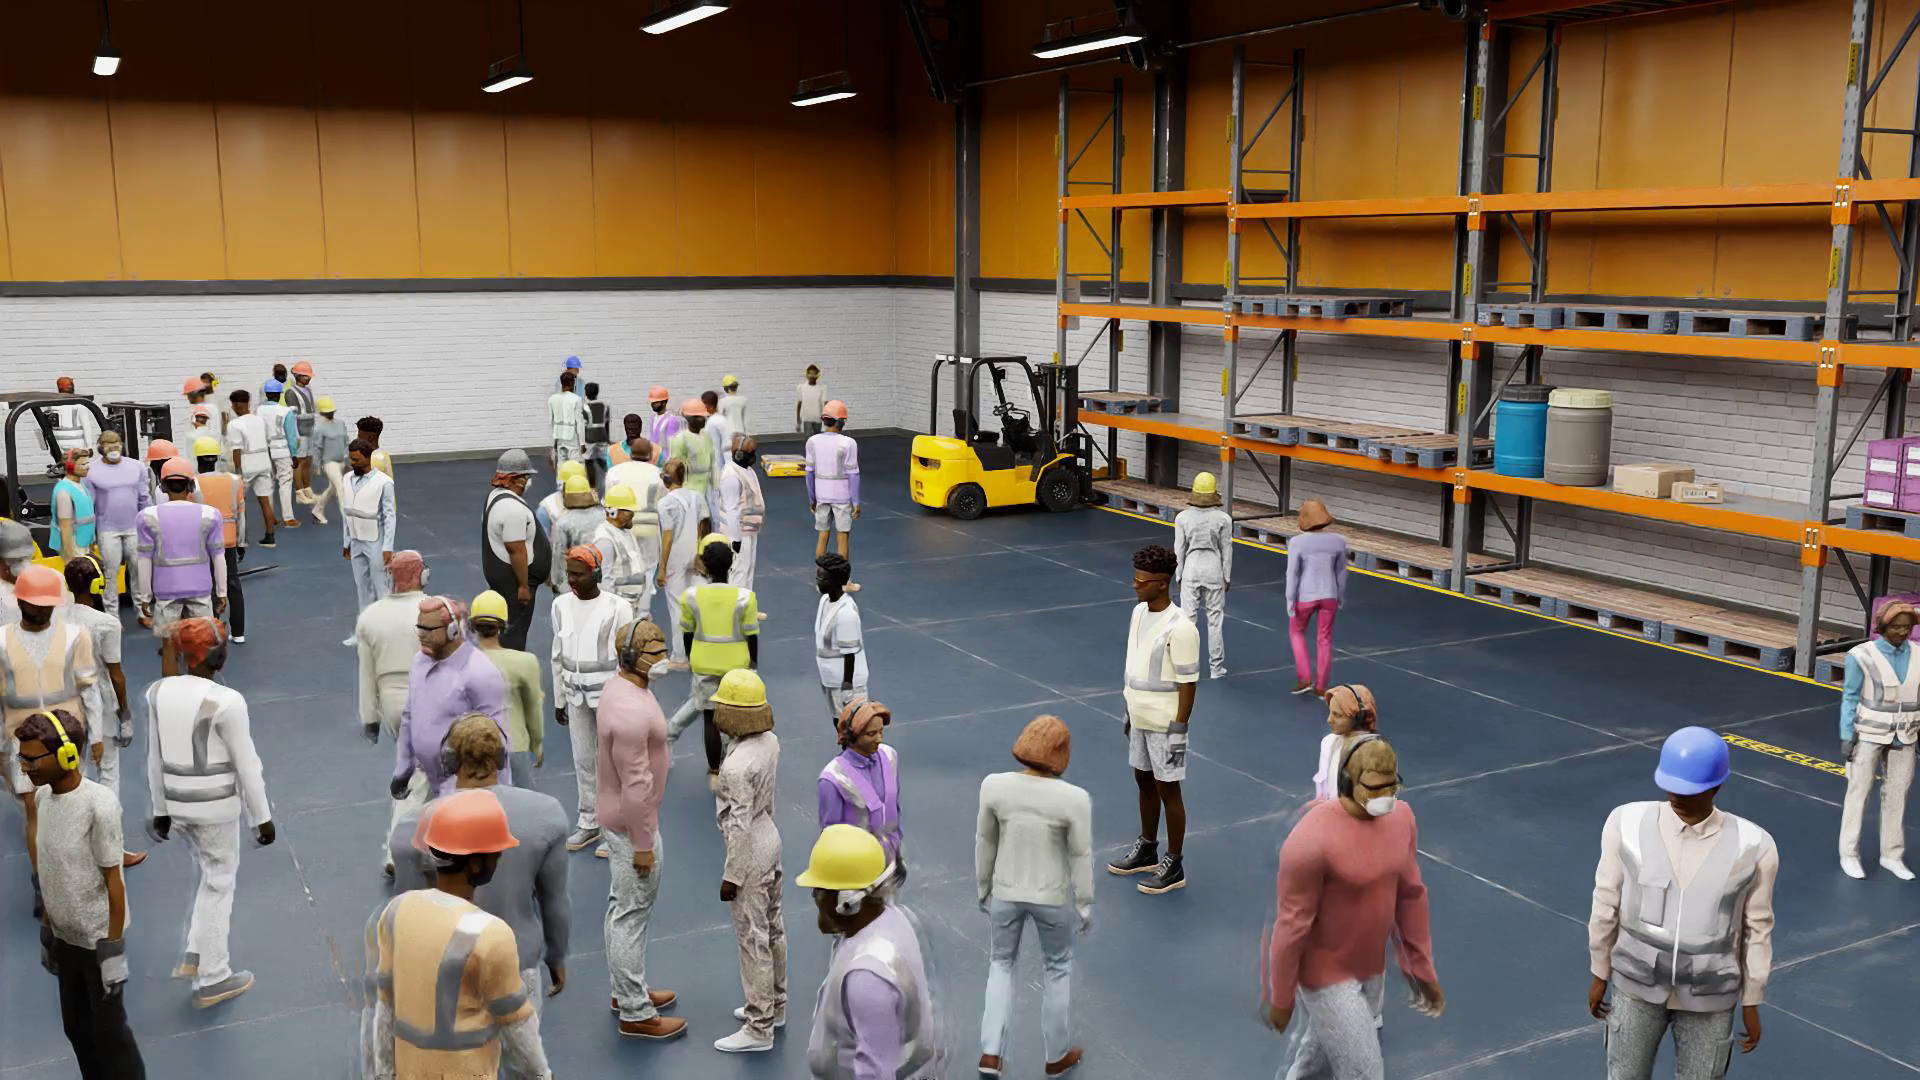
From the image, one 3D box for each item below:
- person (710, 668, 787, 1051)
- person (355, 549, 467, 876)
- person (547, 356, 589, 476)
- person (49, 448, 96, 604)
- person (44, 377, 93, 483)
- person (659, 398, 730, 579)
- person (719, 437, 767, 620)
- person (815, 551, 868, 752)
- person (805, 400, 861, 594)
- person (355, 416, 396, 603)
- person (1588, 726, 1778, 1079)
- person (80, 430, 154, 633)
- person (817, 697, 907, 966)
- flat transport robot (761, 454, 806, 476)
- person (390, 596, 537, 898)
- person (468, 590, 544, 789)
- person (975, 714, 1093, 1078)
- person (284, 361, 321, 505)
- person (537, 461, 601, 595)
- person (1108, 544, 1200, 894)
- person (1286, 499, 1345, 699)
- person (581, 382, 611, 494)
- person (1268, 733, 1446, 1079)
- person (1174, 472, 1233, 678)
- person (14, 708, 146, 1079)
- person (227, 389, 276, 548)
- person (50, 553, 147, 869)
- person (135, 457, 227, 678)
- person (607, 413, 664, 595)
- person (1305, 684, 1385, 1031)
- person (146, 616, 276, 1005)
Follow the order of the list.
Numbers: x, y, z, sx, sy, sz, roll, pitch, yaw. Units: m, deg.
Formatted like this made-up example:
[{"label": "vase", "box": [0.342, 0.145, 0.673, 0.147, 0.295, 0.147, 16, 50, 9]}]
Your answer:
[{"label": "person", "box": [-0.964, 1.429, 7.488, 0.298, 1.745, 0.484, 2, 10, 11]}, {"label": "person", "box": [-3.176, 0.980, 9.795, 0.647, 1.848, 1.038, 3, 10, 15]}, {"label": "person", "box": [-6.262, -1.984, 26.605, 0.733, 1.931, 0.622, 6, 12, 33]}, {"label": "person", "box": [-7.975, 0.084, 14.986, 0.395, 1.834, 0.574, -3, 10, -18]}, {"label": "person", "box": [-12.163, -1.290, 22.742, 0.586, 1.882, 0.343, -1, 10, -4]}, {"label": "person", "box": [-2.944, -0.577, 18.364, 1.067, 1.997, 0.607, 4, 11, 21]}, {"label": "person", "box": [-2.080, -0.082, 15.948, 0.429, 1.834, 0.636, 1, 10, 7]}, {"label": "person", "box": [-0.763, 0.903, 10.702, 0.327, 1.689, 0.545, -3, 10, -18]}, {"label": "person", "box": [-1.307, -0.446, 17.425, 0.615, 2.042, 0.376, 5, 11, 25]}, {"label": "person", "box": [-5.809, -0.258, 16.563, 0.368, 1.966, 0.603, -3, 10, -15]}, {"label": "person", "box": [2.563, 1.596, 5.965, 0.602, 1.940, 0.402, 5, 11, 25]}, {"label": "person", "box": [-7.928, -0.082, 15.668, 0.368, 1.927, 0.639, 10, 14, 44]}, {"label": "person", "box": [-0.442, 1.493, 7.450, 0.318, 1.631, 0.524, 7, 12, 34]}, {"label": "flat transport robot", "box": [-2.846, -1.226, 27.011, 0.652, 0.197, 1.431, -2, 10, -11]}, {"label": "person", "box": [-2.608, 1.183, 8.632, 0.645, 1.855, 1.025, 8, 13, 40]}, {"label": "person", "box": [-2.541, 1.145, 9.077, 0.532, 1.764, 0.334, -2, 10, -11]}, {"label": "person", "box": [0.310, 1.551, 7.175, 0.529, 1.611, 0.381, 3, 10, 16]}, {"label": "person", "box": [-9.312, -1.526, 23.651, 0.377, 2.041, 0.607, 1, 10, 4]}, {"label": "person", "box": [-3.400, 0.178, 14.535, 0.625, 1.799, 0.662, -7, 12, -36]}, {"label": "person", "box": [1.099, 0.992, 9.364, 0.361, 1.965, 0.613, -4, 11, -23]}, {"label": "person", "box": [2.854, 0.476, 13.337, 0.544, 1.625, 0.326, -1, 10, -8]}, {"label": "person", "box": [-5.314, -1.472, 24.342, 0.458, 1.681, 0.540, 8, 13, 40]}, {"label": "person", "box": [1.473, 1.612, 6.003, 0.629, 1.888, 0.904, -9, 14, -43]}, {"label": "person", "box": [2.049, 0.297, 14.001, 0.488, 1.746, 0.287, 3, 10, 14]}, {"label": "person", "box": [-3.402, 1.557, 6.451, 0.527, 1.856, 0.332, 6, 12, 31]}, {"label": "person", "box": [-8.590, -0.859, 20.149, 0.515, 1.932, 0.625, 5, 11, 28]}, {"label": "person", "box": [-5.018, 1.009, 9.605, 0.510, 1.854, 0.324, 1, 10, 8]}, {"label": "person", "box": [-5.940, 0.378, 12.727, 0.614, 2.031, 0.402, -6, 11, -30]}, {"label": "person", "box": [-3.377, -0.371, 17.351, 0.591, 1.918, 0.383, -1, 10, -6]}, {"label": "person", "box": [1.801, 1.457, 7.663, 0.317, 1.629, 0.508, -4, 10, -20]}, {"label": "person", "box": [-3.563, 1.282, 7.955, 0.599, 1.870, 0.434, 5, 11, 28]}]
